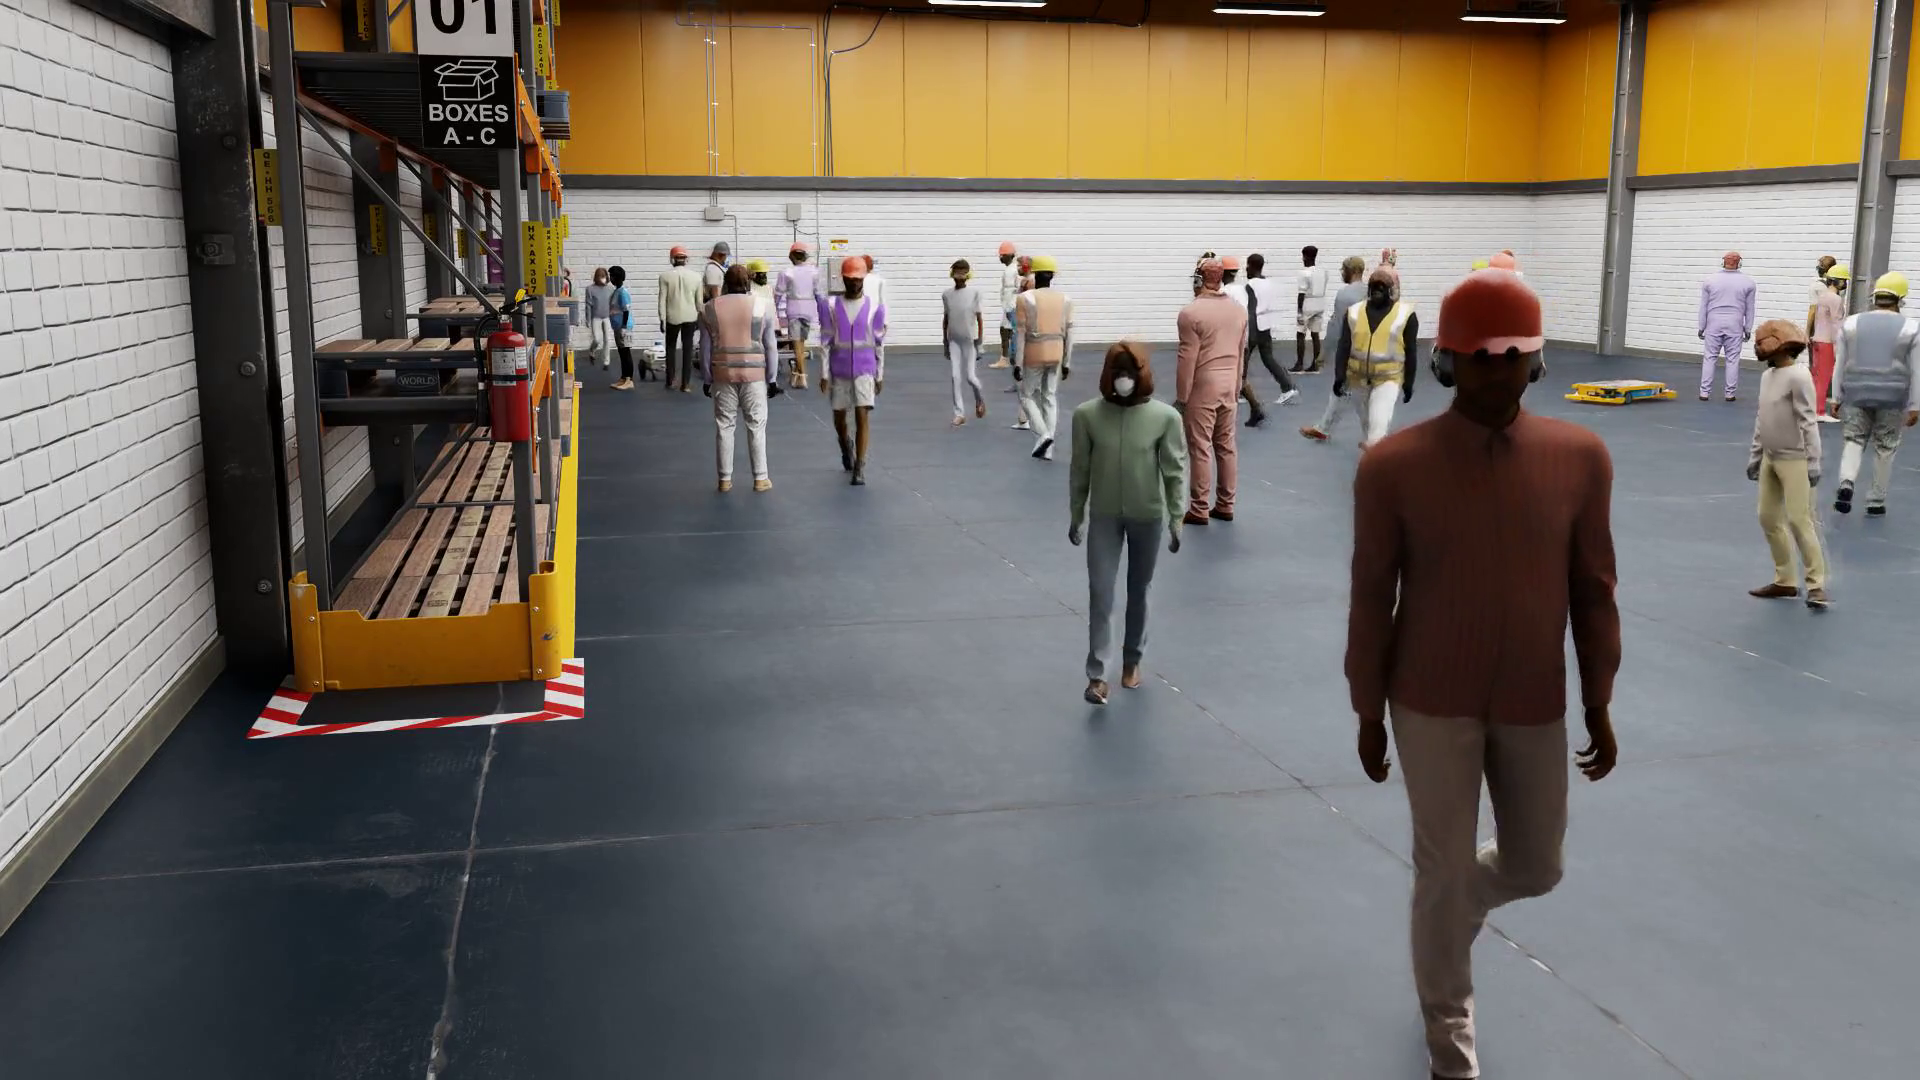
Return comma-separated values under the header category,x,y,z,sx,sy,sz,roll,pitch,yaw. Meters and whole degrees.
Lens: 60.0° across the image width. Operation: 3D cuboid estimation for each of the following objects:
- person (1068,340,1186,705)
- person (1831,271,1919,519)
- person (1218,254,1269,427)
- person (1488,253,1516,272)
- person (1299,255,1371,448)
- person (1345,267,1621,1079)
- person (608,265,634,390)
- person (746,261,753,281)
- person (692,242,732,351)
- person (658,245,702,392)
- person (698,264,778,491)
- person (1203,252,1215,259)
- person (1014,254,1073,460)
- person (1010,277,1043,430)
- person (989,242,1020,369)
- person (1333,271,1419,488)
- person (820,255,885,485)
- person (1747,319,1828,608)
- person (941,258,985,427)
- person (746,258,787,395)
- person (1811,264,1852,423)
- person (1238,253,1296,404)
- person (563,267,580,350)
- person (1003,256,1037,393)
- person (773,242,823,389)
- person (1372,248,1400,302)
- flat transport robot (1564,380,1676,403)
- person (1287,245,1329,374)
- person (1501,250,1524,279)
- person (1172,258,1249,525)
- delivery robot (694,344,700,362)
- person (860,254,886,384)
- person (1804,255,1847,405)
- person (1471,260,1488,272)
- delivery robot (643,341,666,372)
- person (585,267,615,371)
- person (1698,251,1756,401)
category,x,y,z,sx,sy,sz,roll,pitch,yaw
person,0.726,-0.070,7.311,0.525,1.586,0.829,2,10,10
person,6.656,-1.039,12.081,0.609,1.813,0.523,9,14,40
person,3.014,-2.198,18.318,0.994,1.897,0.554,8,13,36
person,4.975,-1.657,15.218,0.564,1.924,0.650,10,14,43
person,3.839,-1.850,16.394,1.019,1.888,0.646,8,13,37
person,1.209,0.348,3.950,0.623,1.976,0.760,-1,10,-4
person,-4.621,-2.888,22.672,0.321,1.693,0.529,-4,11,-23
person,-2.790,-2.940,22.791,0.536,1.753,0.364,-8,13,-36
person,-3.911,-3.783,26.669,0.671,2.000,0.686,1,10,4
person,-3.809,-3.004,22.591,0.619,1.958,0.839,-3,11,-17
person,-1.789,-1.309,13.514,0.633,1.841,0.429,0,10,-1
person,4.352,-4.150,29.300,0.891,1.826,0.531,-1,10,-4
person,0.760,-1.685,15.398,0.605,1.908,0.424,-5,11,-24
person,0.768,-2.004,17.907,0.517,1.645,0.308,-6,12,-31
person,0.883,-3.685,26.218,0.788,2.021,0.605,1,10,7
person,3.425,-1.319,13.736,0.622,1.791,1.004,7,12,33
person,-0.906,-1.451,14.083,0.555,1.917,0.807,0,10,-2
person,4.639,-0.427,9.304,0.370,1.593,0.670,-1,10,-3
person,0.055,-2.184,18.358,0.533,1.840,0.624,4,11,22
person,-2.691,-2.838,22.108,0.877,1.803,0.585,5,11,25
person,9.760,-2.201,18.666,0.327,1.765,0.531,1,10,7
person,3.771,-2.632,20.753,0.956,1.885,0.612,8,13,37
person,-6.267,-3.447,25.977,0.639,1.625,0.358,-1,10,-3
person,0.811,-2.845,22.070,0.647,1.819,0.589,3,11,16
person,-2.293,-3.100,22.977,0.748,1.994,0.896,-6,12,-29
person,6.821,-3.696,26.560,0.408,1.908,0.643,-3,11,-14
flat transport robot,8.375,-1.888,21.068,1.431,0.197,0.652,-7,13,-35
person,5.320,-3.503,25.338,0.622,1.959,0.428,-6,12,-32
person,8.286,-3.469,25.368,0.587,1.879,0.341,1,10,6
person,1.763,-1.062,11.964,0.642,1.909,0.399,-8,13,-37
delivery robot,-3.781,-2.967,26.001,0.707,0.478,0.477,-5,11,-26
person,-1.299,-3.111,23.521,0.589,1.842,0.923,-6,12,-28
person,10.653,-2.582,20.552,0.507,1.847,0.346,-3,11,-15
person,8.051,-3.532,26.141,0.495,1.724,0.534,-2,10,-12
delivery robot,-4.409,-2.666,24.333,0.477,0.478,0.707,-4,11,-21
person,-5.613,-3.451,25.981,0.509,1.614,0.439,-6,12,-31
person,9.700,-2.699,21.072,0.646,1.901,0.401,5,11,24
